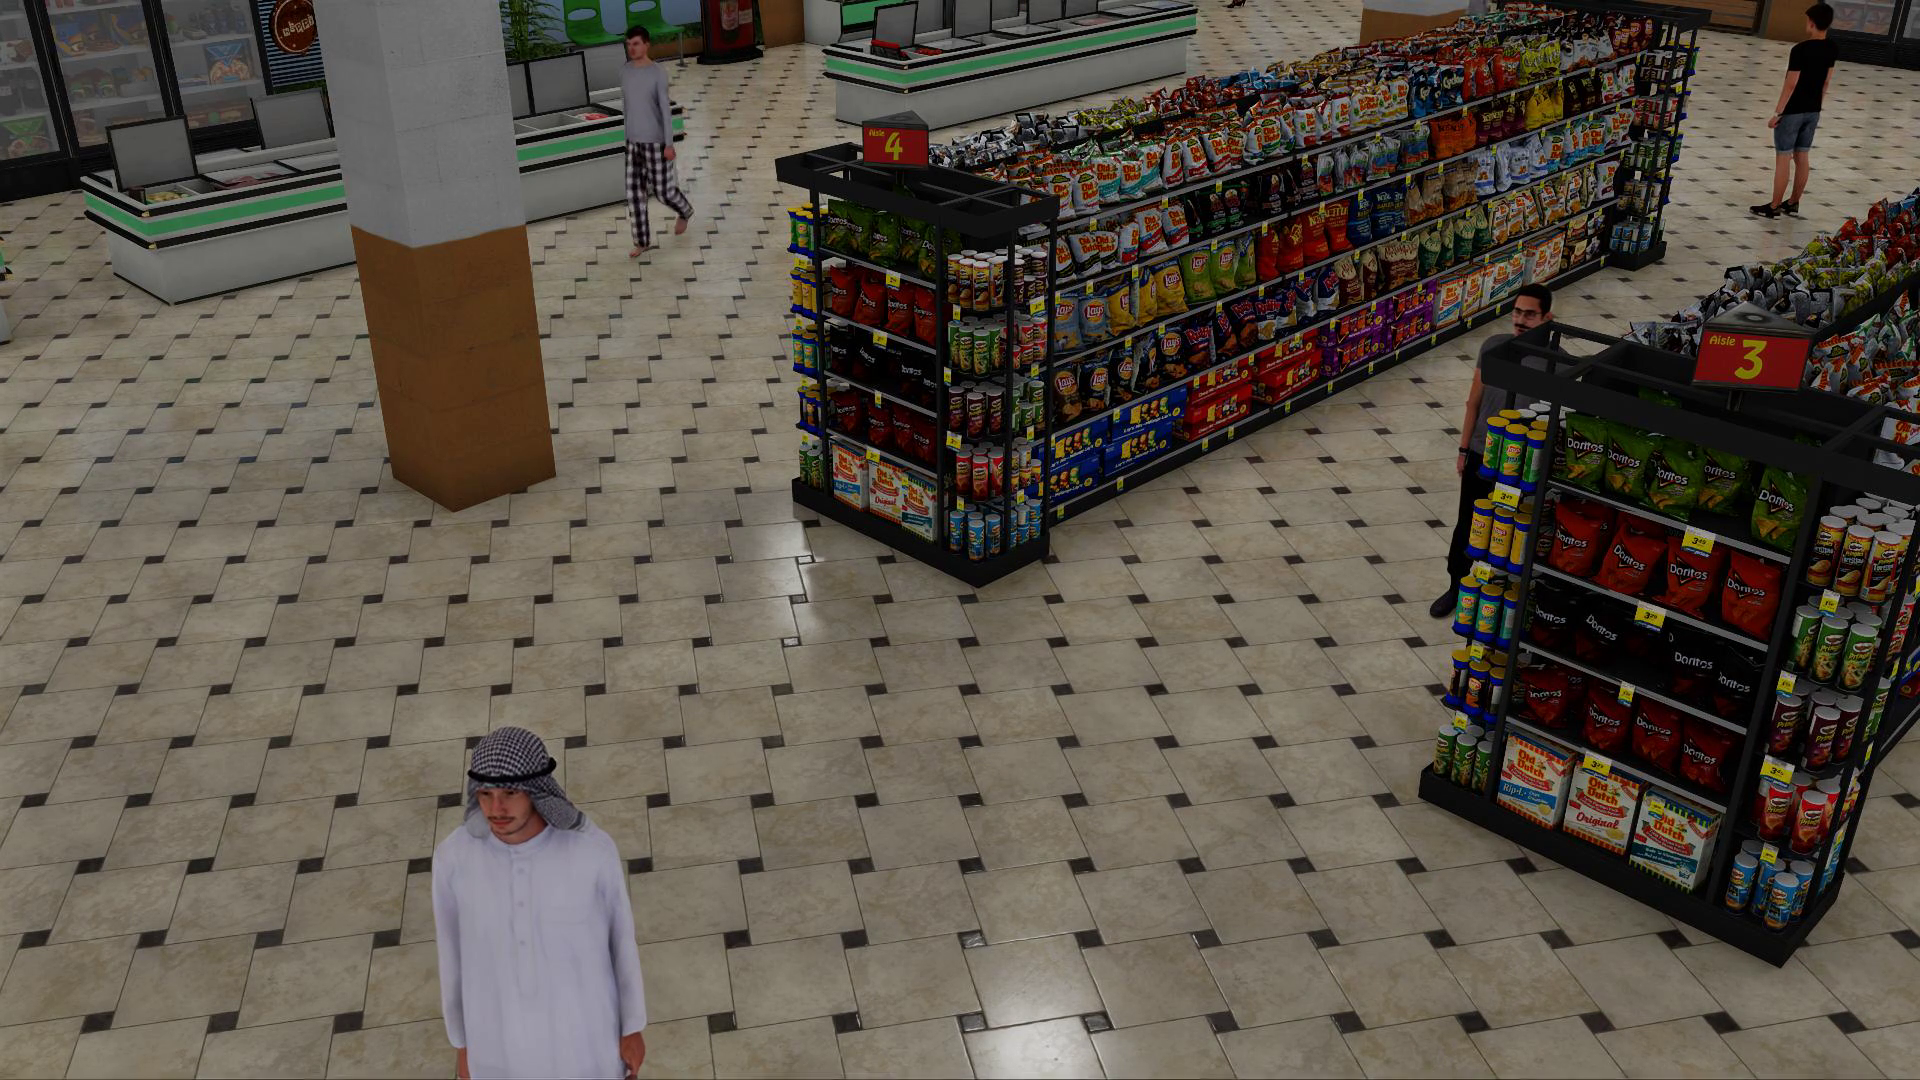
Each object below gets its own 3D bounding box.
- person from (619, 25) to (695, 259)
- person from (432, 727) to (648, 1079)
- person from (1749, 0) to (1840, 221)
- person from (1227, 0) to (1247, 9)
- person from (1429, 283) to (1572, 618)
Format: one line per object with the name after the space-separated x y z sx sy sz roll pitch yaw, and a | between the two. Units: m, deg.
-2.528 -3.305 13.754 0.923 1.817 1.173 10 28 18 | person
-1.112 1.331 4.492 0.780 1.927 0.860 -3 27 -6 | person
7.393 -3.764 14.625 0.645 1.847 0.795 -10 29 -19 | person
4.173 -8.837 24.702 0.669 1.781 0.492 19 33 33 | person
2.668 -0.411 8.115 0.654 1.755 0.616 16 31 28 | person
